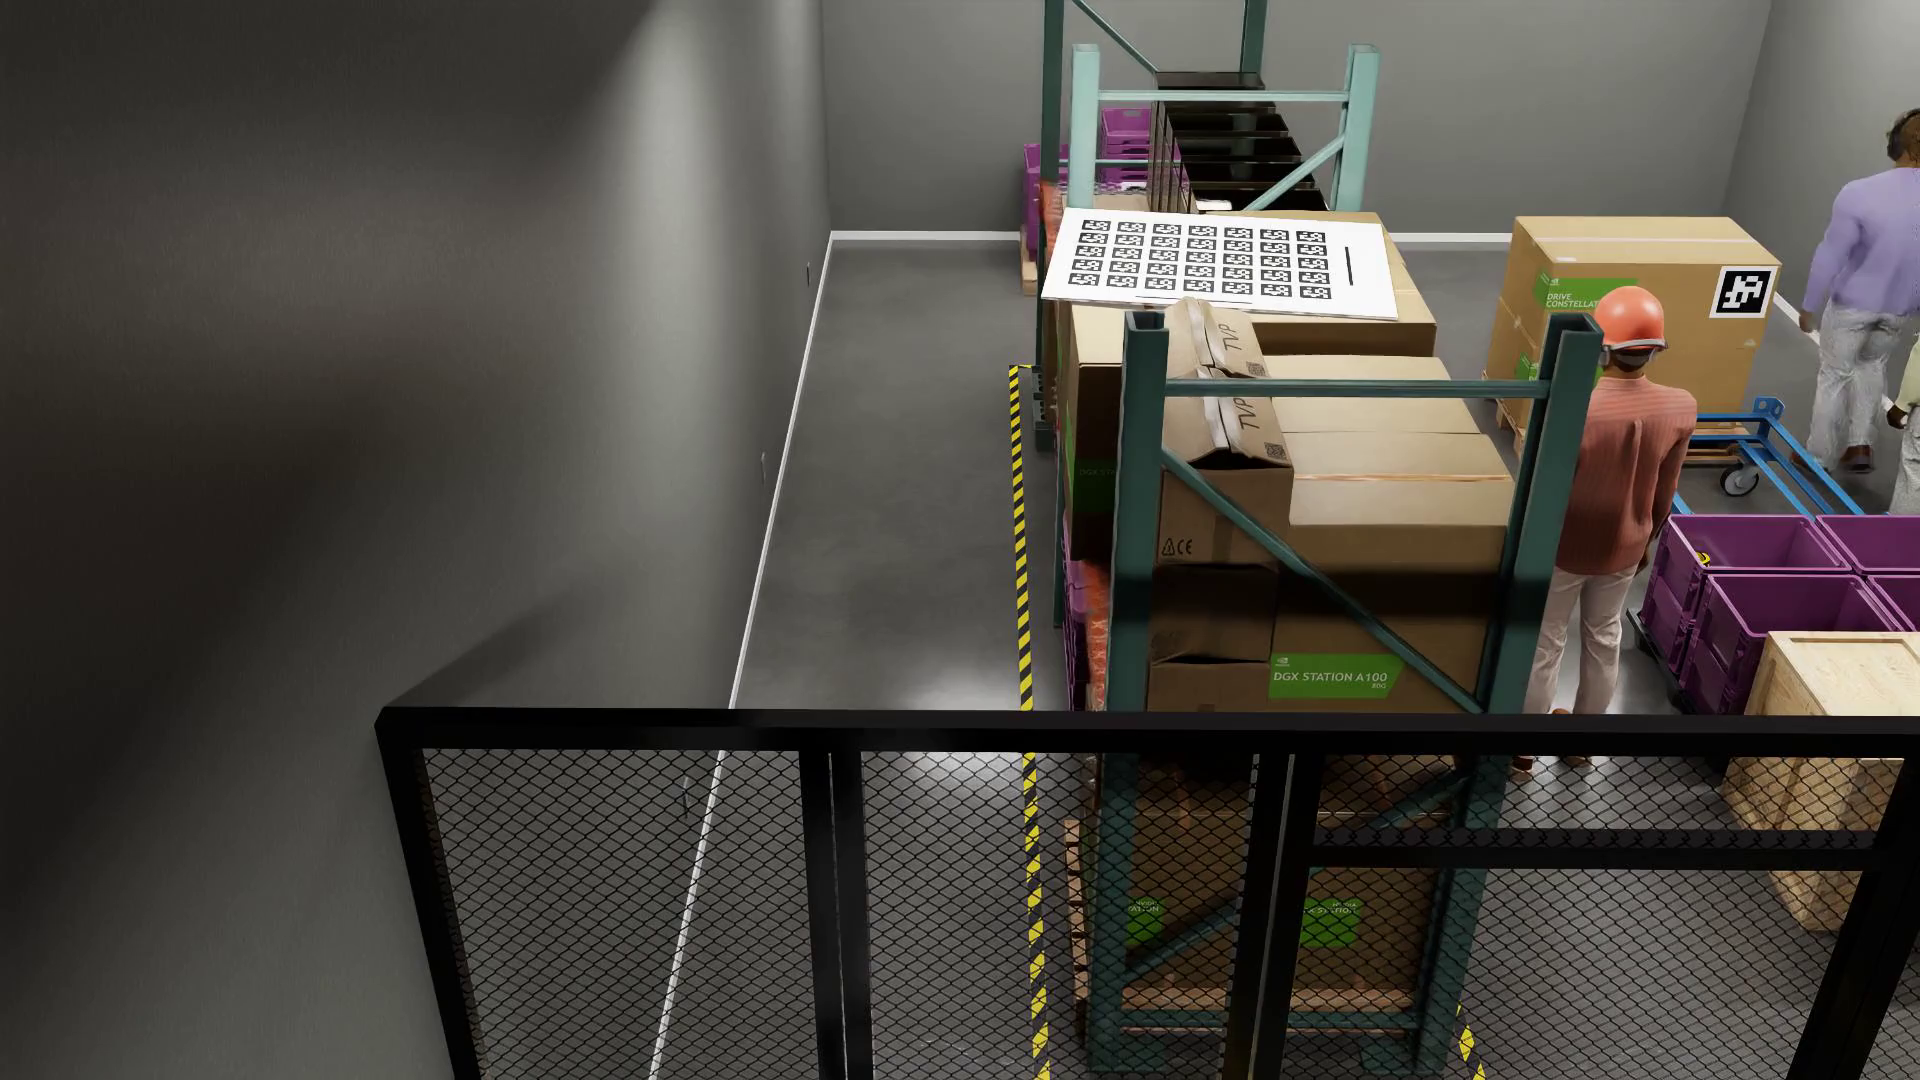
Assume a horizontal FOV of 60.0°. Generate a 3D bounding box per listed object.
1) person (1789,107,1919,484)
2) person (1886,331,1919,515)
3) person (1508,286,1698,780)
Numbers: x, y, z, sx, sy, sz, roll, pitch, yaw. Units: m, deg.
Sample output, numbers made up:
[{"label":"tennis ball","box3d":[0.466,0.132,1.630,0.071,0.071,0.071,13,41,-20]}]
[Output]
[{"label":"person","box3d":[4.468,-1.176,8.184,0.649,1.920,0.436,0,31,1]},{"label":"person","box3d":[4.455,-0.645,7.387,0.598,1.832,0.404,2,31,3]},{"label":"person","box3d":[2.309,0.010,6.146,0.612,1.993,0.378,-7,32,-12]}]
